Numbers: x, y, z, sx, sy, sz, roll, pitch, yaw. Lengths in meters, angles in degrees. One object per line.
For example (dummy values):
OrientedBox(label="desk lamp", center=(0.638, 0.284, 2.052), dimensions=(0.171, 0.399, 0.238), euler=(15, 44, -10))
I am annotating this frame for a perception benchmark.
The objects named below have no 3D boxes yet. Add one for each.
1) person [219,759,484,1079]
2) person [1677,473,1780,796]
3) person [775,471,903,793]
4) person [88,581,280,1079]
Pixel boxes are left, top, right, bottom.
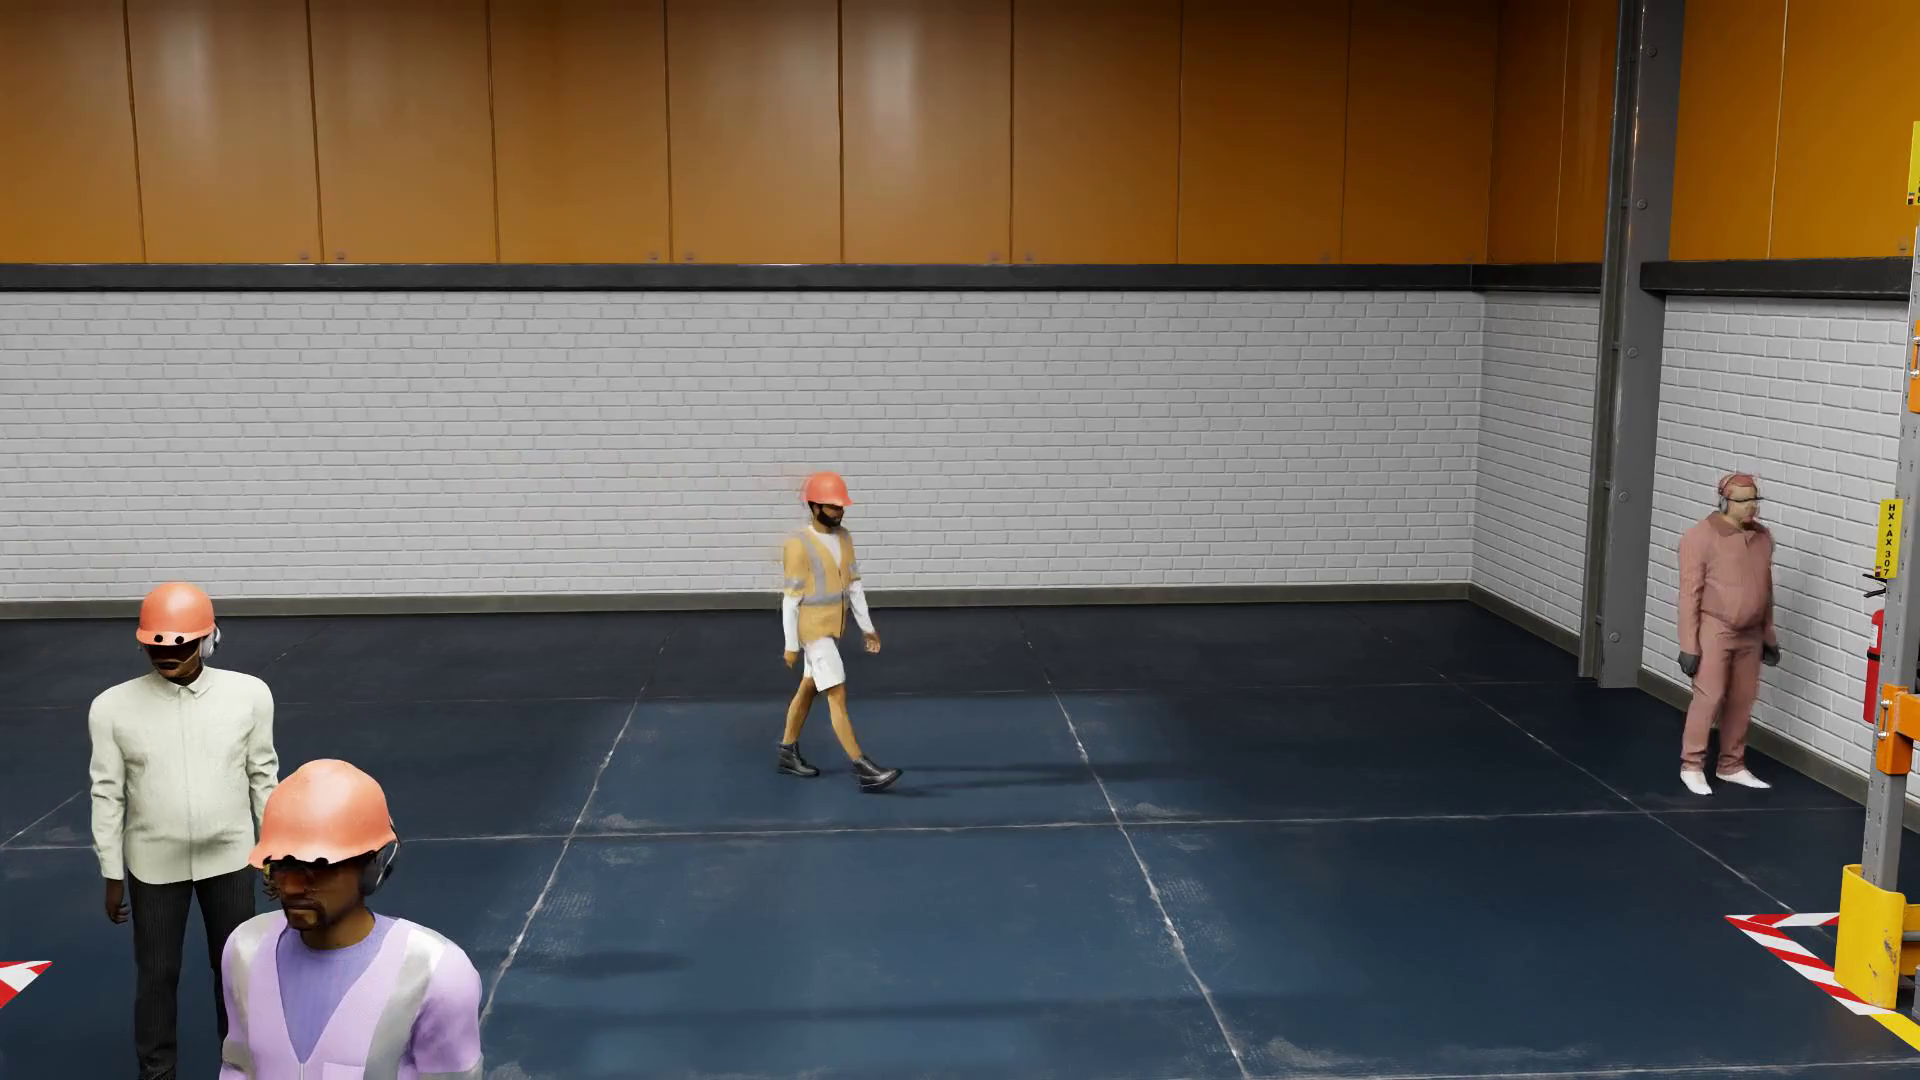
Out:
OrientedBox(label="person", center=(-1.303, 1.459, 3.538), dimensions=(0.605, 2.048, 0.368), euler=(2, 9, 13))
OrientedBox(label="person", center=(4.518, 0.560, 9.743), dimensions=(0.711, 1.900, 0.401), euler=(-4, 10, -21))
OrientedBox(label="person", center=(-0.737, 0.535, 9.818), dimensions=(0.978, 1.882, 0.565), euler=(5, 10, 27))
OrientedBox(label="person", center=(-2.690, 1.119, 5.841), dimensions=(0.613, 1.991, 0.392), euler=(-6, 11, -31))
